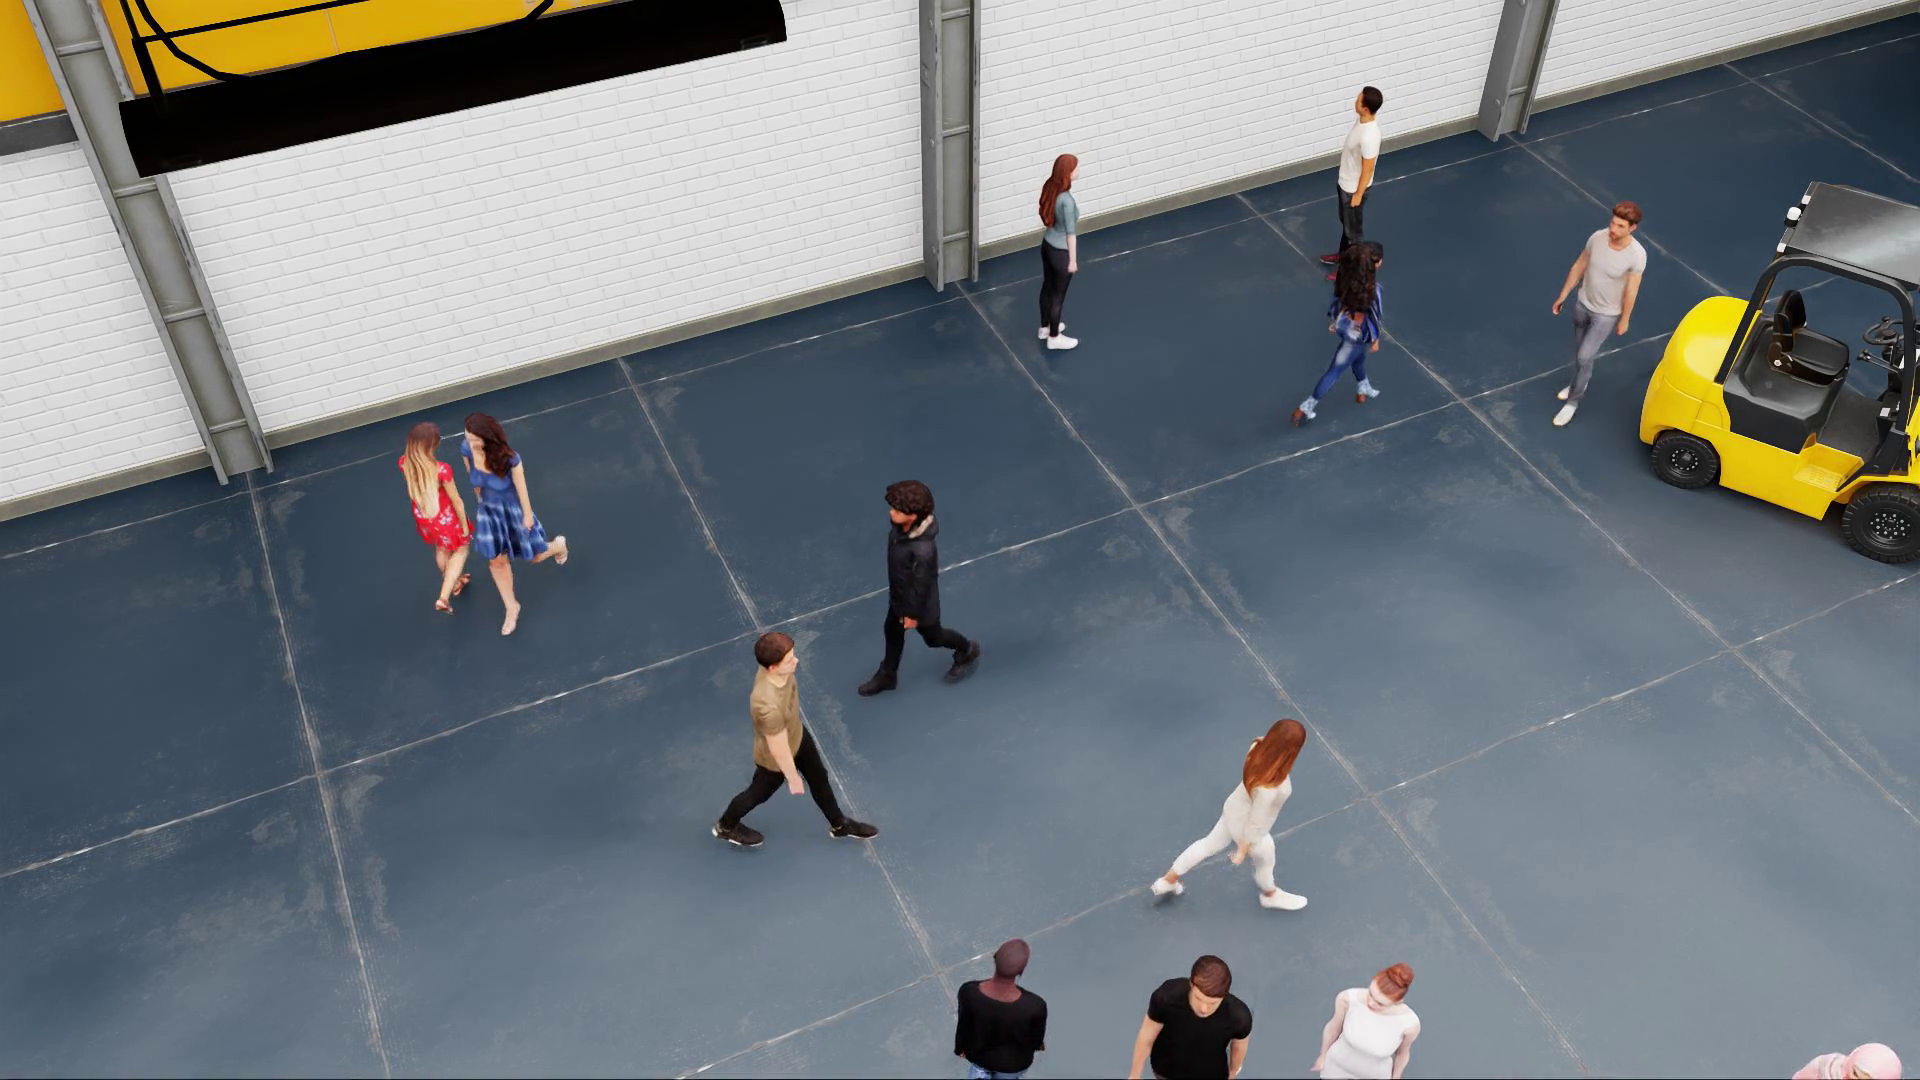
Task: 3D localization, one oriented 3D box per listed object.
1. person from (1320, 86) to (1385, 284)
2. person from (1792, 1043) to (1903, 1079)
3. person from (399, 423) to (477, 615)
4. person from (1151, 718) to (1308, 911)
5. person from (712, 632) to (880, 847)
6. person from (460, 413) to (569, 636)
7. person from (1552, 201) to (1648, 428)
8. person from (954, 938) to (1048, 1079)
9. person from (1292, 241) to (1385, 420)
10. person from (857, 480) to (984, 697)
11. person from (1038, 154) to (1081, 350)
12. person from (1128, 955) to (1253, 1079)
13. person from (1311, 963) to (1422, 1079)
[{"bbox_3d":[3.365,-3.018,14.090,0.705,1.801,0.715,1,44,1],"label":"person"},{"bbox_3d":[4.100,2.867,7.949,1.264,1.750,0.865,-29,51,-27],"label":"person"},{"bbox_3d":[-3.537,-0.101,11.189,0.849,1.579,0.887,7,44,7],"label":"person"},{"bbox_3d":[1.533,1.583,9.354,1.241,1.672,0.948,-3,44,-3],"label":"person"},{"bbox_3d":[-1.135,1.209,9.651,1.342,1.804,1.125,4,44,5],"label":"person"},{"bbox_3d":[-2.981,-0.181,11.126,1.036,1.781,1.081,14,45,14],"label":"person"},{"bbox_3d":[4.960,-1.819,12.779,0.878,1.873,0.752,-23,48,-23],"label":"person"},{"bbox_3d":[0.178,2.602,8.242,0.774,1.730,0.834,8,44,9],"label":"person"},{"bbox_3d":[2.941,-1.551,12.713,1.036,1.577,0.624,-18,47,-18],"label":"person"},{"bbox_3d":[-0.207,0.324,10.618,1.089,1.750,0.610,-19,47,-19],"label":"person"},{"bbox_3d":[0.793,-2.326,13.405,0.529,1.743,0.590,-15,46,-15],"label":"person"},{"bbox_3d":[1.163,2.527,8.260,1.149,1.813,1.244,16,46,16],"label":"person"},{"bbox_3d":[1.978,2.592,8.206,0.642,1.793,0.679,18,47,18],"label":"person"}]
